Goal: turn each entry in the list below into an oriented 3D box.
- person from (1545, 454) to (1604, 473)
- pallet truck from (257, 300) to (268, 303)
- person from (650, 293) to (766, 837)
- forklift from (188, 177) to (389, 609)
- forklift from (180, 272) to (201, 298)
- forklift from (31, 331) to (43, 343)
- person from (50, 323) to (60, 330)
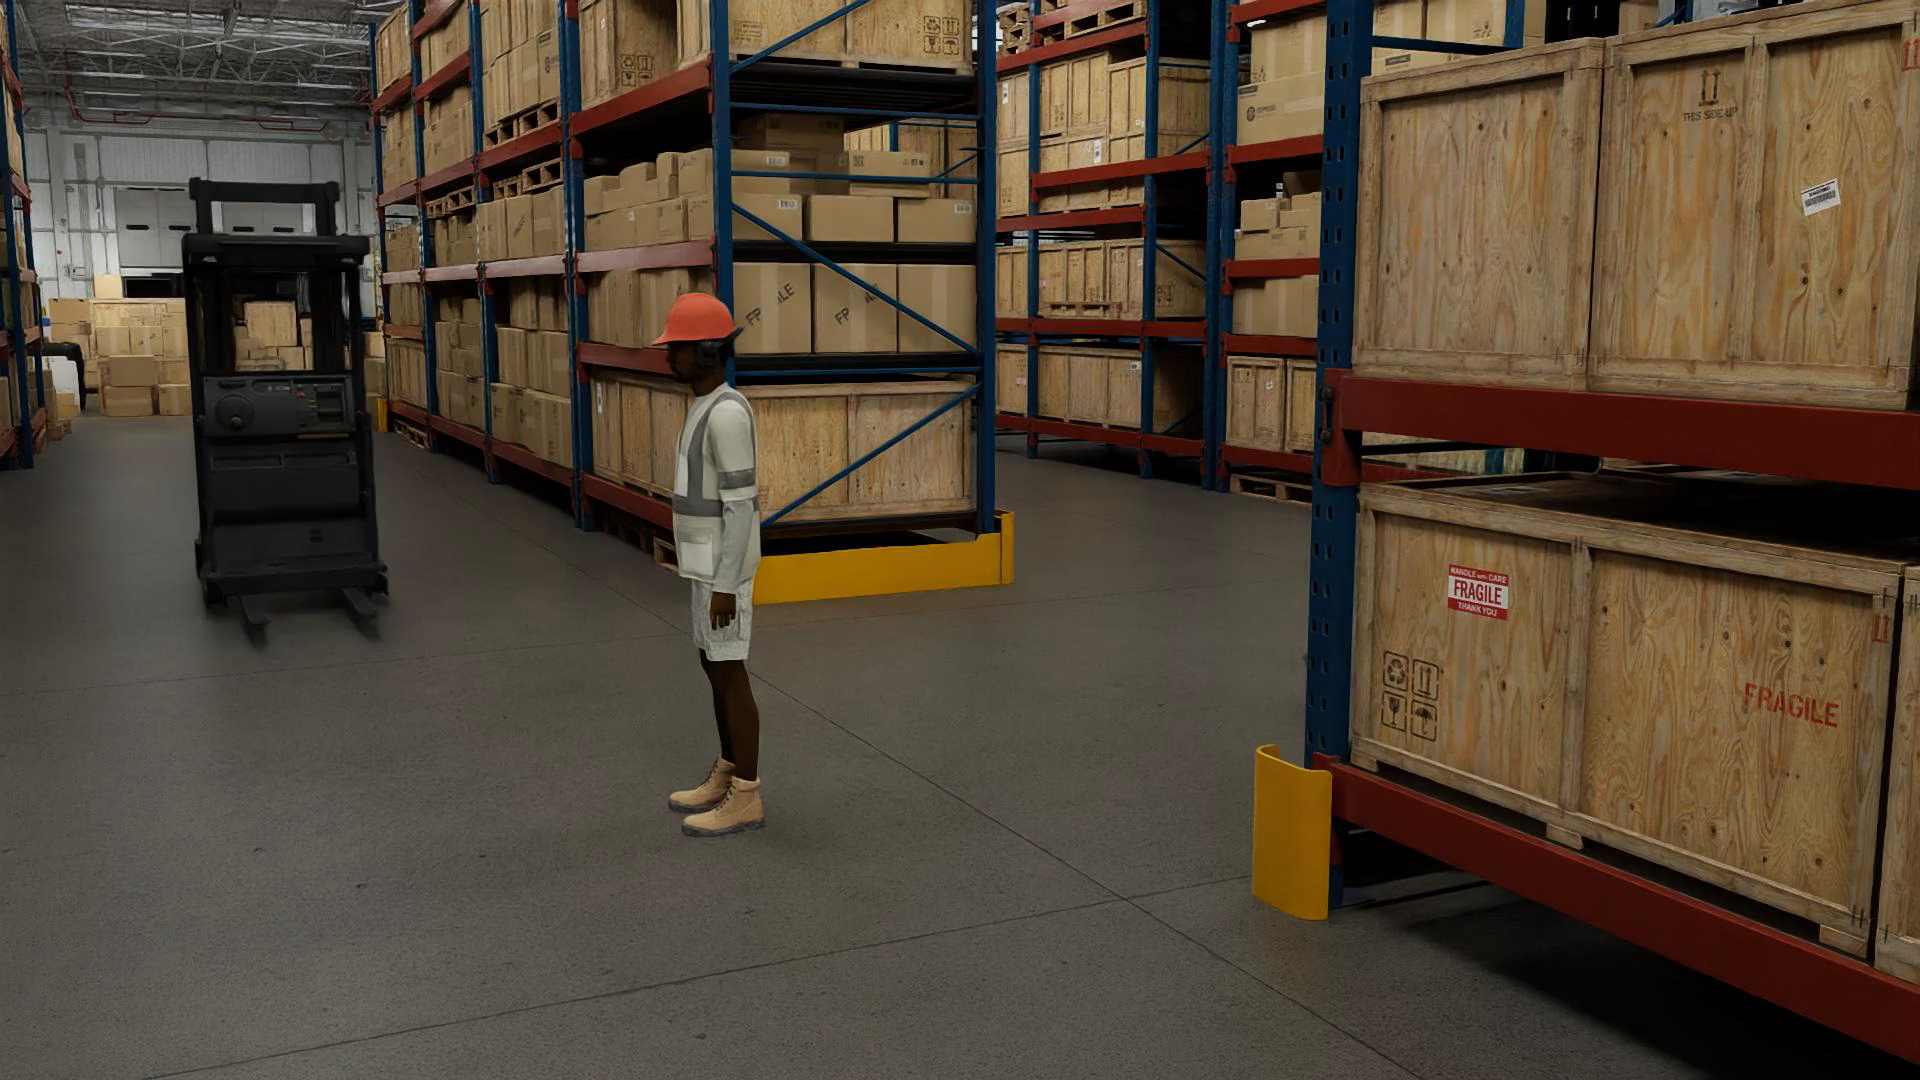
[{"bbox_3d":[2.661,0.034,7.494,0.718,1.826,0.569,4,9,23],"label":"person"},{"bbox_3d":[-23.913,-7.404,58.171,1.885,1.965,0.823,-1,8,-9],"label":"pallet truck"},{"bbox_3d":[-0.955,0.096,6.297,0.390,2.041,0.614,-3,9,-17],"label":"person"},{"bbox_3d":[-4.733,-1.075,11.498,1.129,2.768,1.873,-4,9,-26],"label":"forklift"},{"bbox_3d":[-23.404,-6.797,50.961,1.873,2.768,1.129,1,8,5],"label":"forklift"},{"bbox_3d":[-30.490,-7.251,54.090,1.129,2.768,1.873,-4,9,-26],"label":"forklift"},{"bbox_3d":[-26.866,-5.950,49.521,0.845,1.600,0.521,-7,11,-41],"label":"person"}]
